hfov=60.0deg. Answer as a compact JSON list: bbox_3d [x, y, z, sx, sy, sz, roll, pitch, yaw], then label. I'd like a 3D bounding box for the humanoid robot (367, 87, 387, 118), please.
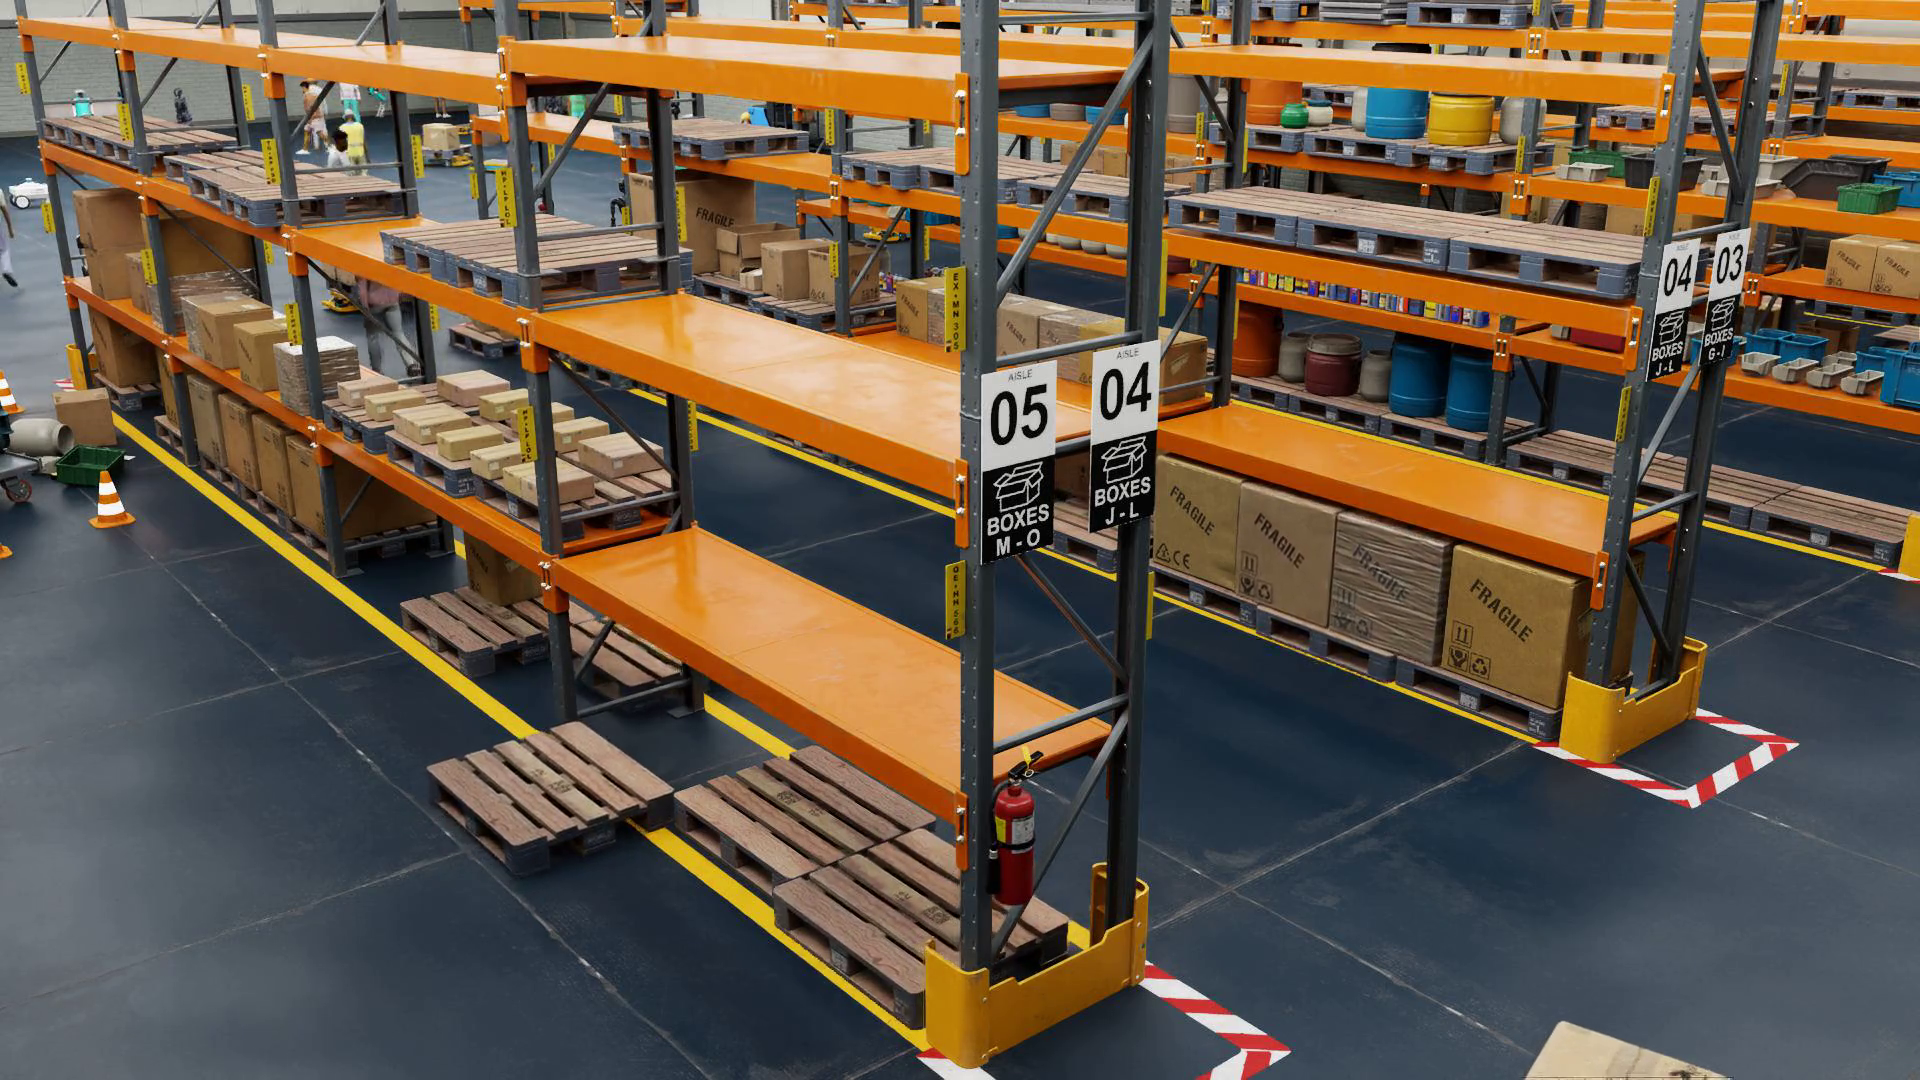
[{"bbox_3d":[-17.969,-13.892,51.247,0.535,1.768,0.759,17,25,39],"label":"humanoid robot"}]

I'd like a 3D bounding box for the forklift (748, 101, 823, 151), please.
[{"bbox_3d":[-4.526,-11.368,42.374,1.129,2.768,1.873,-15,24,-37],"label":"forklift"}]

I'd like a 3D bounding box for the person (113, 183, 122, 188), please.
[{"bbox_3d":[-13.840,-5.579,27.699,0.462,1.665,0.927,-2,19,-6],"label":"person"}]

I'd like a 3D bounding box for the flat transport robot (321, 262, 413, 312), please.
[{"bbox_3d":[-8.337,-3.485,23.854,1.431,0.231,0.659,-15,24,-37],"label":"flat transport robot"}]

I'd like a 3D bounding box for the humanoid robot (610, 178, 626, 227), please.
[{"bbox_3d":[-4.919,-4.523,24.664,0.599,1.657,0.315,-15,24,-37],"label":"humanoid robot"}]

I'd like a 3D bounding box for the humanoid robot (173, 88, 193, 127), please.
[{"bbox_3d":[-19.433,-10.501,41.715,0.619,1.641,0.390,15,24,35],"label":"humanoid robot"}]

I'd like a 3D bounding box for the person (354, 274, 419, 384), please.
[{"bbox_3d":[-6.677,-2.736,19.258,0.629,1.904,0.902,-17,25,-40],"label":"person"}]

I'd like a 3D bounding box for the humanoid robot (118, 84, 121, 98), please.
[{"bbox_3d":[-20.948,-10.484,41.566,0.591,1.781,0.869,8,21,21],"label":"humanoid robot"}]

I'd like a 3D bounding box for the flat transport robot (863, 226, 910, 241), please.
[{"bbox_3d":[-0.957,-5.503,29.598,1.431,0.231,0.659,-15,24,-37],"label":"flat transport robot"}]

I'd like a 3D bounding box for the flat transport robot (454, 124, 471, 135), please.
[{"bbox_3d":[-13.863,-11.600,46.948,0.659,0.231,1.431,9,21,24],"label":"flat transport robot"}]

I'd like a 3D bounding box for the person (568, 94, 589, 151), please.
[{"bbox_3d":[-9.746,-10.942,42.519,0.523,1.966,0.455,-8,21,-22],"label":"person"}]

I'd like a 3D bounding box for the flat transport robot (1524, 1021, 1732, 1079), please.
[{"bbox_3d":[2.569,2.775,6.039,0.659,0.231,1.431,13,23,33],"label":"flat transport robot"}]

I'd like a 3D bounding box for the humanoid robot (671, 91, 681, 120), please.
[{"bbox_3d":[-7.897,-11.827,45.450,0.599,1.657,0.315,-15,24,-37],"label":"humanoid robot"}]

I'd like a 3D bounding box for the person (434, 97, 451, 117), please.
[{"bbox_3d":[-16.132,-14.040,51.468,0.499,1.879,0.400,7,20,19],"label":"person"}]

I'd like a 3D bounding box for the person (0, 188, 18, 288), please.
[{"bbox_3d":[-14.438,-4.614,24.747,0.594,1.808,0.748,-11,22,-28],"label":"person"}]

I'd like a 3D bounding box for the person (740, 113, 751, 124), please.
[{"bbox_3d":[-4.375,-7.927,34.322,0.537,1.715,0.926,0,19,-1],"label":"person"}]

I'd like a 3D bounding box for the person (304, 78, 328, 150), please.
[{"bbox_3d":[-16.584,-11.008,42.823,0.582,1.892,0.381,-15,24,-37],"label":"person"}]

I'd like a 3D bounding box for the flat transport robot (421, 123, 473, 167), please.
[{"bbox_3d":[-12.408,-9.106,39.851,1.431,0.231,0.659,4,20,12],"label":"flat transport robot"}]

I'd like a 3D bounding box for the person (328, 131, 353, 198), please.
[{"bbox_3d":[-10.548,-6.102,28.798,0.940,1.924,0.633,0,19,-1],"label":"person"}]

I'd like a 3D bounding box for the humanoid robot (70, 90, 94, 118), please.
[{"bbox_3d":[-20.779,-9.803,39.687,0.534,1.770,1.008,-17,26,-40],"label":"humanoid robot"}]

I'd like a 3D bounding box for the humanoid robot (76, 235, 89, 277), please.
[{"bbox_3d":[-10.263,-3.038,20.167,0.533,1.677,0.735,-15,24,-37],"label":"humanoid robot"}]

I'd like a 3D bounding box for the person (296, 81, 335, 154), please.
[{"bbox_3d":[-16.353,-10.676,42.013,0.935,1.801,0.796,-10,22,-26],"label":"person"}]

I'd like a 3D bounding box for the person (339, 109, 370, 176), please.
[{"bbox_3d":[-12.157,-7.706,33.440,0.561,1.880,0.492,-10,22,-25],"label":"person"}]

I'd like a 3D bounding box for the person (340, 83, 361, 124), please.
[{"bbox_3d":[-17.128,-12.399,46.758,0.546,1.908,0.350,1,19,2],"label":"person"}]

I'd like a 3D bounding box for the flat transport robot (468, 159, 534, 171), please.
[{"bbox_3d":[-10.660,-8.670,38.610,1.431,0.231,0.659,11,22,28],"label":"flat transport robot"}]

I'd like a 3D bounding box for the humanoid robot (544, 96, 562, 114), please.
[{"bbox_3d":[-11.223,-12.024,46.049,0.609,1.632,0.578,8,21,22],"label":"humanoid robot"}]

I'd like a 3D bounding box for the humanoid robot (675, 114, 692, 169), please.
[{"bbox_3d":[-5.678,-7.759,33.892,0.896,1.819,0.566,0,19,0],"label":"humanoid robot"}]

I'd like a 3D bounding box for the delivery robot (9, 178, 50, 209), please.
[{"bbox_3d":[-18.502,-6.909,33.124,0.739,0.566,0.499,-15,24,-37],"label":"delivery robot"}]
